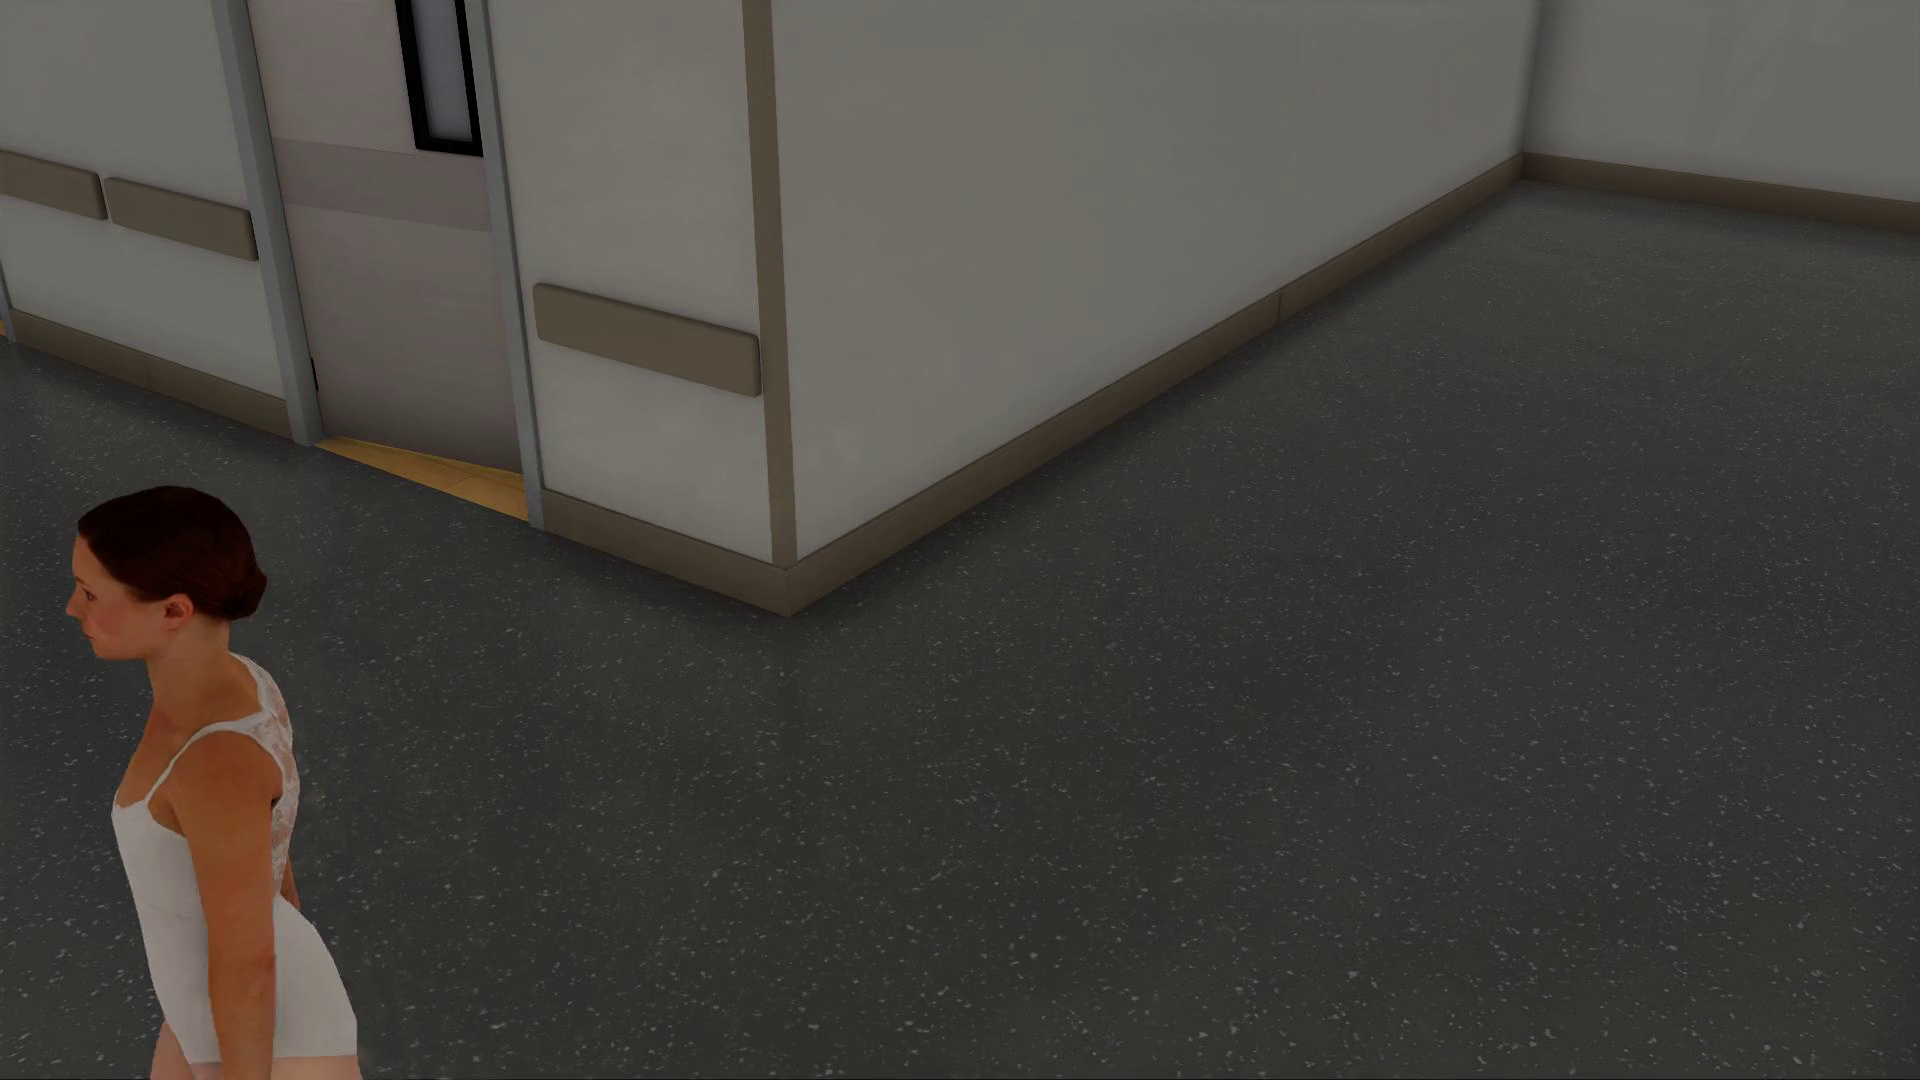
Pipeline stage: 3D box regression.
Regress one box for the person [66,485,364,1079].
[{"bbox_3d":[-0.910,0.683,2.399,1.106,1.608,0.863,-13,29,-26],"label":"person"}]
